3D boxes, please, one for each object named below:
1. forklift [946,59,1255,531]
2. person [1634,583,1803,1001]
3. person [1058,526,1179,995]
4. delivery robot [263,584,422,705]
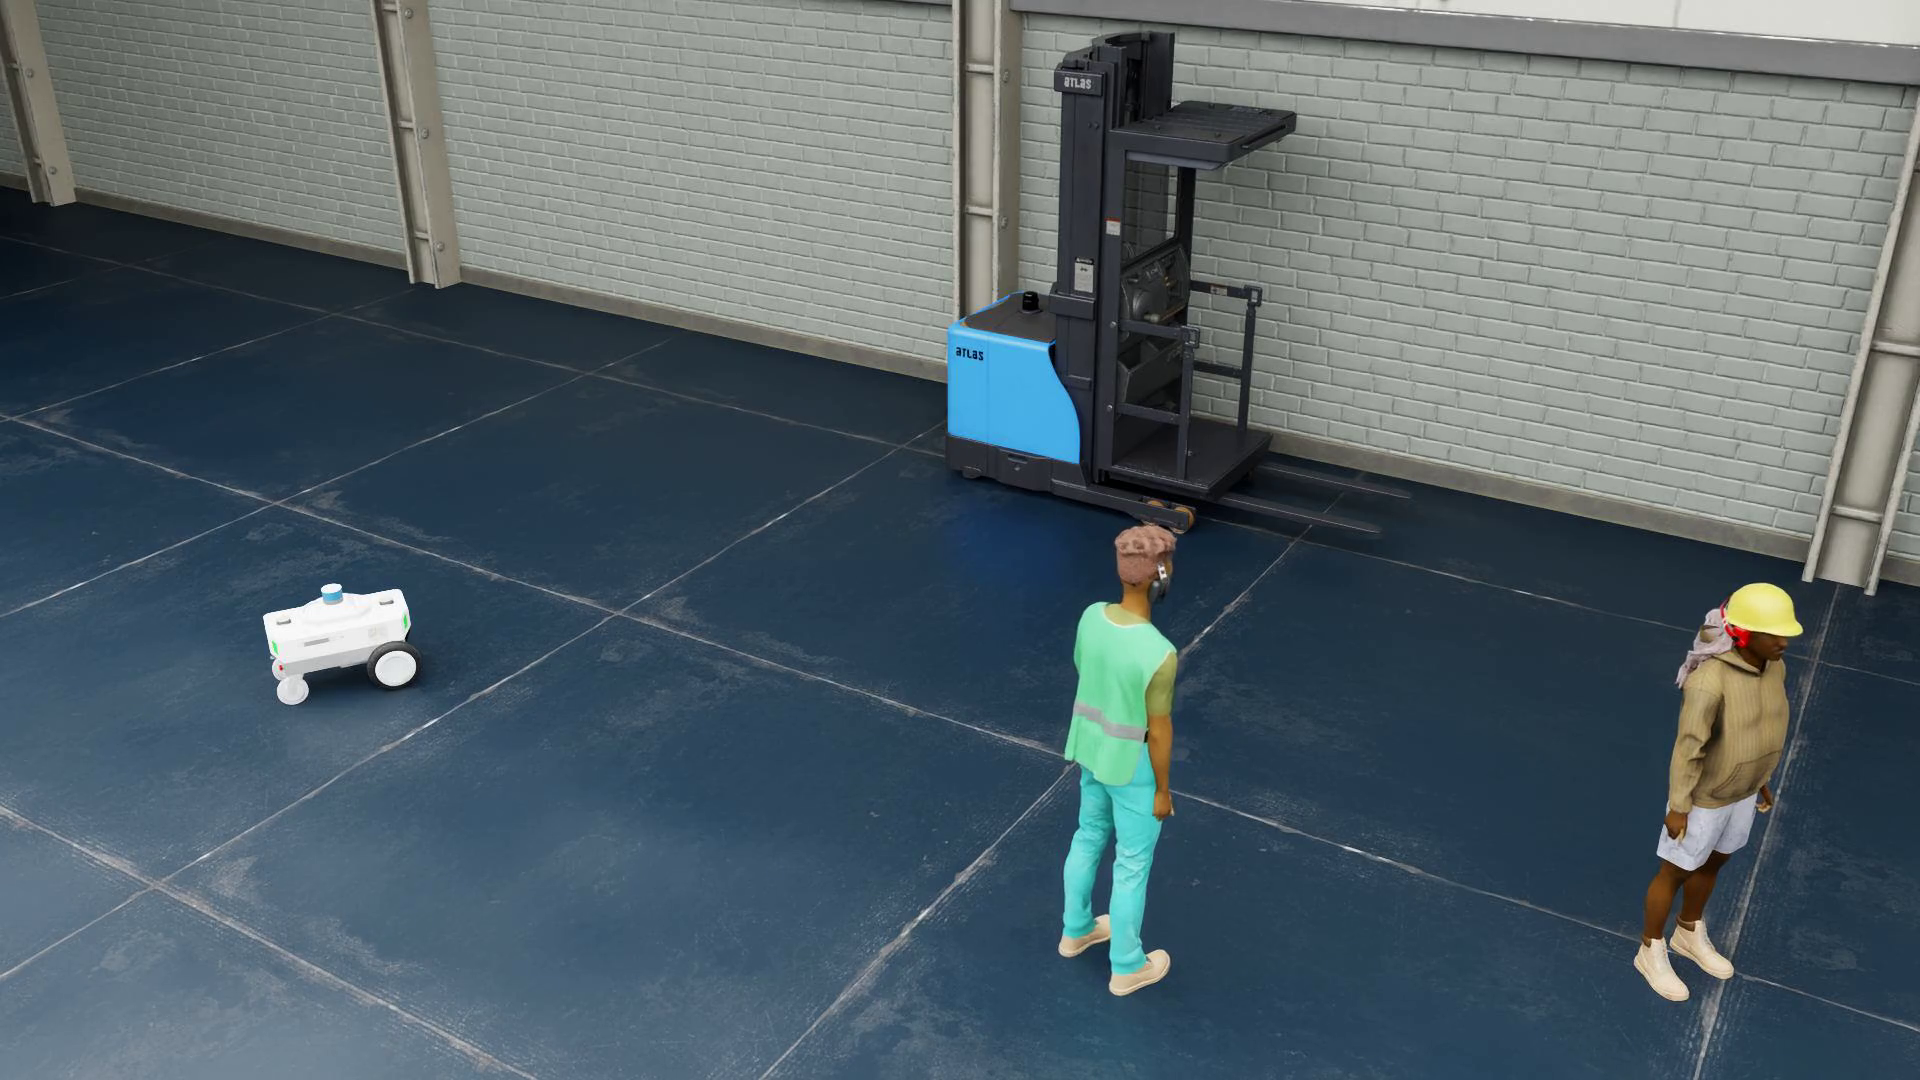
[{"bbox_3d":[0.933,-1.707,10.833,1.873,2.768,1.129,15,29,28],"label":"forklift"},{"bbox_3d":[2.930,0.955,6.486,0.530,1.765,0.405,-13,28,-25],"label":"person"},{"bbox_3d":[0.620,0.863,6.454,0.388,1.971,0.479,-18,31,-33],"label":"person"},{"bbox_3d":[-3.264,0.517,8.836,0.774,0.599,0.499,-12,28,-23],"label":"delivery robot"}]
